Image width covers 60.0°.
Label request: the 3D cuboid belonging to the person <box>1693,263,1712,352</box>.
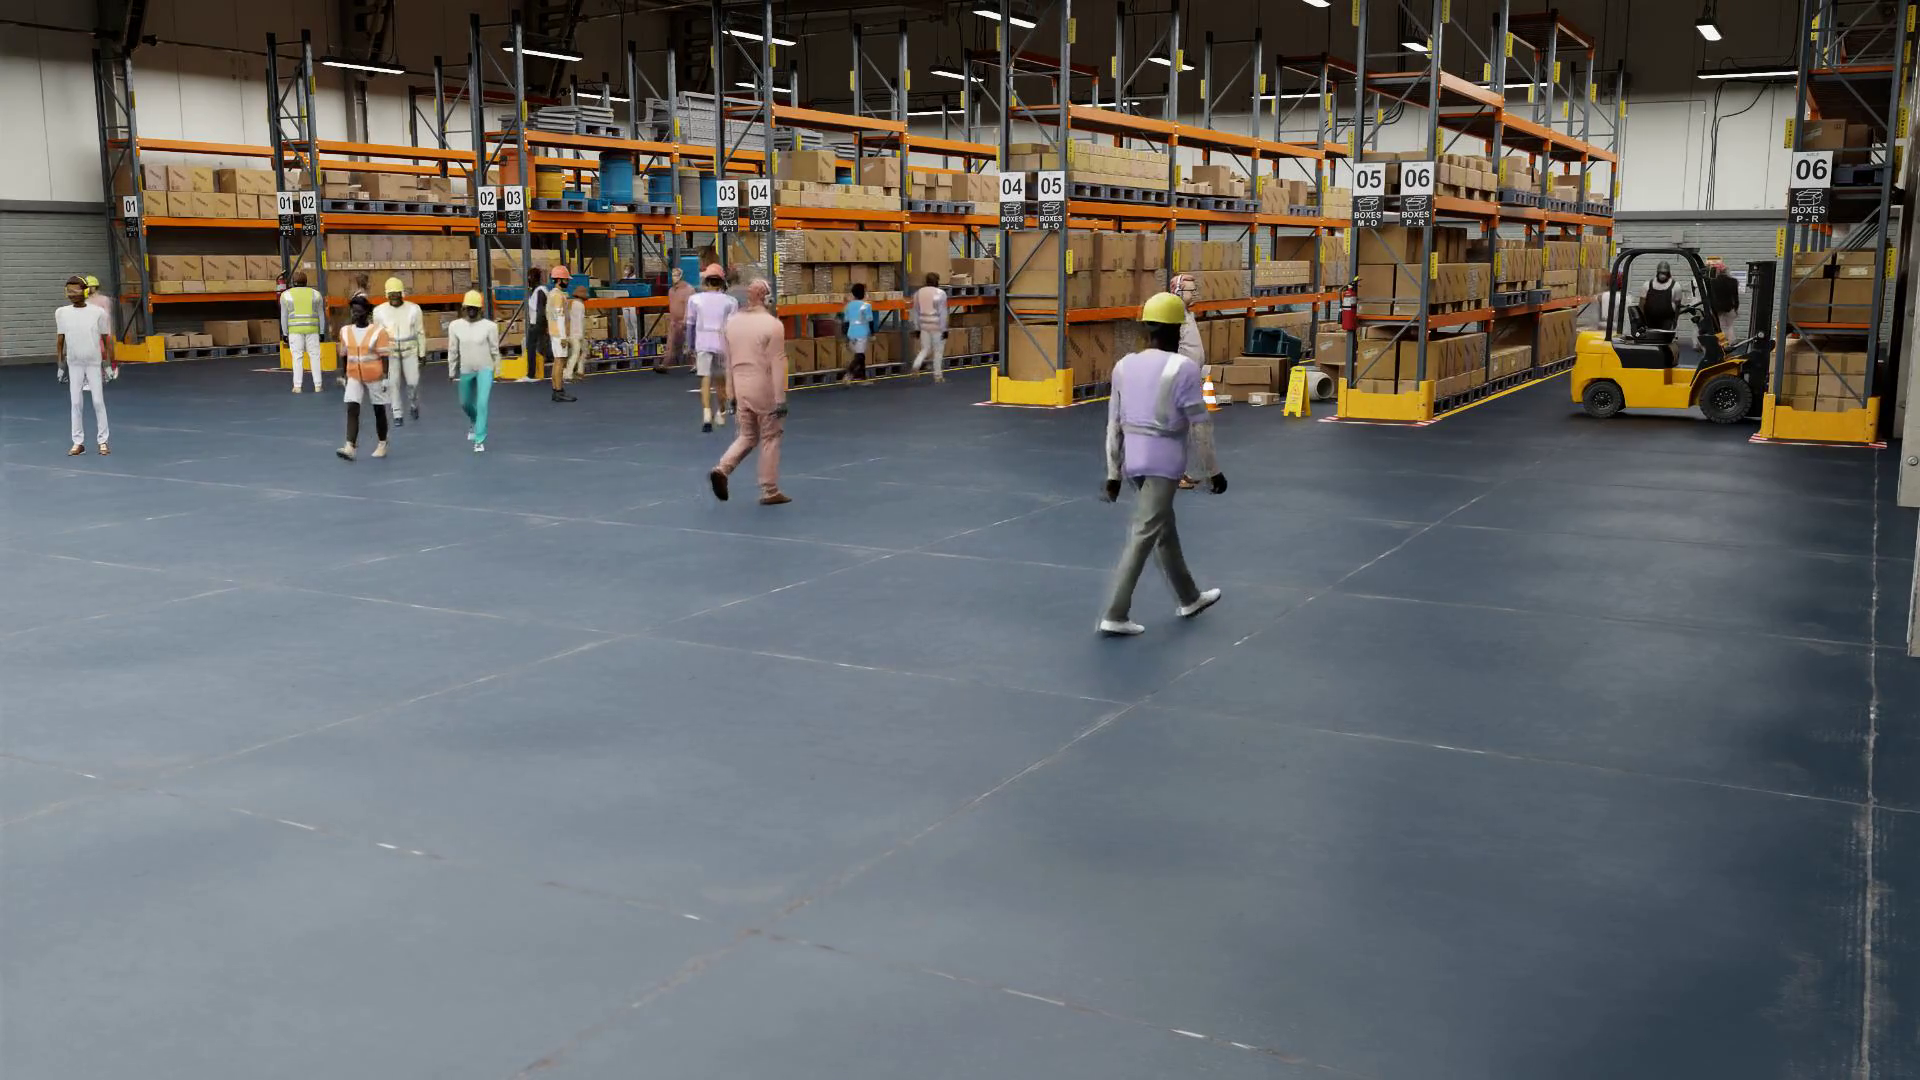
[{"bbox_3d":[16.092,-4.989,35.834,0.579,1.914,0.691,0,10,-2],"label":"person"}]

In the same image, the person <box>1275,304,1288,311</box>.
[{"bbox_3d":[8.055,-5.884,41.307,0.695,1.830,0.578,10,14,44],"label":"person"}]

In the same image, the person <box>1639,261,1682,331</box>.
[{"bbox_3d":[12.596,-4.049,29.948,0.683,2.000,0.982,7,12,35],"label":"person"}]

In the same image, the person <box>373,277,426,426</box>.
[{"bbox_3d":[-6.850,-2.292,20.313,0.618,1.814,0.425,-3,10,-15],"label":"person"}]

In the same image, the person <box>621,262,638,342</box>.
[{"bbox_3d":[-7.127,-5.036,36.022,0.635,1.937,0.359,8,13,41],"label":"person"}]

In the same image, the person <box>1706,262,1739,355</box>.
[{"bbox_3d":[16.053,-4.854,34.965,0.711,1.949,0.432,1,10,8],"label":"person"}]

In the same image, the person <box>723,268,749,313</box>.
[{"bbox_3d":[-3.231,-3.115,24.924,0.865,1.900,0.647,7,12,36],"label":"person"}]

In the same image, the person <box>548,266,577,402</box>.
[{"bbox_3d":[-5.688,-2.943,23.770,0.368,1.935,0.552,-4,10,-22],"label":"person"}]

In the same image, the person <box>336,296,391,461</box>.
[{"bbox_3d":[-6.042,-1.618,16.795,0.553,1.655,0.819,1,10,3],"label":"person"}]

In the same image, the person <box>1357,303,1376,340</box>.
[{"bbox_3d":[8.985,-5.071,36.472,0.509,1.860,0.333,2,10,12],"label":"person"}]

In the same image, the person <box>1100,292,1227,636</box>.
[{"bbox_3d":[1.122,-0.423,9.214,1.009,1.871,0.587,-7,12,-36],"label":"person"}]

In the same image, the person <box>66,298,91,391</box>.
[{"bbox_3d":[-13.523,-3.099,25.580,0.553,1.621,0.382,6,11,32],"label":"person"}]

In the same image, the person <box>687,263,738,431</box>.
[{"bbox_3d":[-2.947,-2.303,19.888,0.605,2.004,1.045,-2,10,-10],"label":"person"}]

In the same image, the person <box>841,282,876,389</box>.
[{"bbox_3d":[-1.626,-3.199,26.049,0.525,1.670,0.802,8,13,40],"label":"person"}]

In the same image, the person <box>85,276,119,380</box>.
[{"bbox_3d":[-14.021,-3.413,27.058,0.544,1.755,0.428,2,10,14],"label":"person"}]

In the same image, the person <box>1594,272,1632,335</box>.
[{"bbox_3d":[9.499,-2.992,24.325,0.578,1.857,0.914,9,14,44],"label":"person"}]

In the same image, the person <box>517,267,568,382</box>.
[{"bbox_3d":[-6.908,-3.546,27.444,0.784,1.892,0.599,-6,11,-30],"label":"person"}]

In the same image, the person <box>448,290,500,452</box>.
[{"bbox_3d":[-5.189,-1.832,17.894,0.547,1.731,0.762,-1,10,-3],"label":"person"}]

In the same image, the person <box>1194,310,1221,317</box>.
[{"bbox_3d":[5.225,-4.883,35.203,0.998,1.914,0.617,-9,13,-43],"label":"person"}]

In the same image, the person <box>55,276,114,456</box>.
[{"bbox_3d":[-9.128,-1.809,17.342,0.533,1.865,0.311,-3,10,-17],"label":"person"}]

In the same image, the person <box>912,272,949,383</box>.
[{"bbox_3d":[-0.477,-3.447,27.059,0.631,1.826,0.604,6,12,33],"label":"person"}]

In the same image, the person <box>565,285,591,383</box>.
[{"bbox_3d":[-6.291,-3.369,27.257,0.510,1.596,0.525,-4,11,-24],"label":"person"}]

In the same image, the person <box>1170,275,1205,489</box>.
[{"bbox_3d":[1.993,-1.424,14.969,0.407,1.908,0.641,3,10,17],"label":"person"}]

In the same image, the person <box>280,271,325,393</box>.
[{"bbox_3d":[-10.010,-3.165,25.354,0.633,1.842,0.429,-5,11,-28],"label":"person"}]

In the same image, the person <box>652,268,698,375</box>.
[{"bbox_3d":[-4.939,-3.818,29.137,0.643,1.857,0.988,7,12,34],"label":"person"}]

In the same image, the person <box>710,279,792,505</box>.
[{"bbox_3d":[-1.722,-1.206,13.766,0.657,1.891,0.646,8,12,39],"label":"person"}]

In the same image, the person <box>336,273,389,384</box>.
[{"bbox_3d":[-9.597,-3.367,26.666,0.952,1.805,0.530,-6,12,-33],"label":"person"}]
